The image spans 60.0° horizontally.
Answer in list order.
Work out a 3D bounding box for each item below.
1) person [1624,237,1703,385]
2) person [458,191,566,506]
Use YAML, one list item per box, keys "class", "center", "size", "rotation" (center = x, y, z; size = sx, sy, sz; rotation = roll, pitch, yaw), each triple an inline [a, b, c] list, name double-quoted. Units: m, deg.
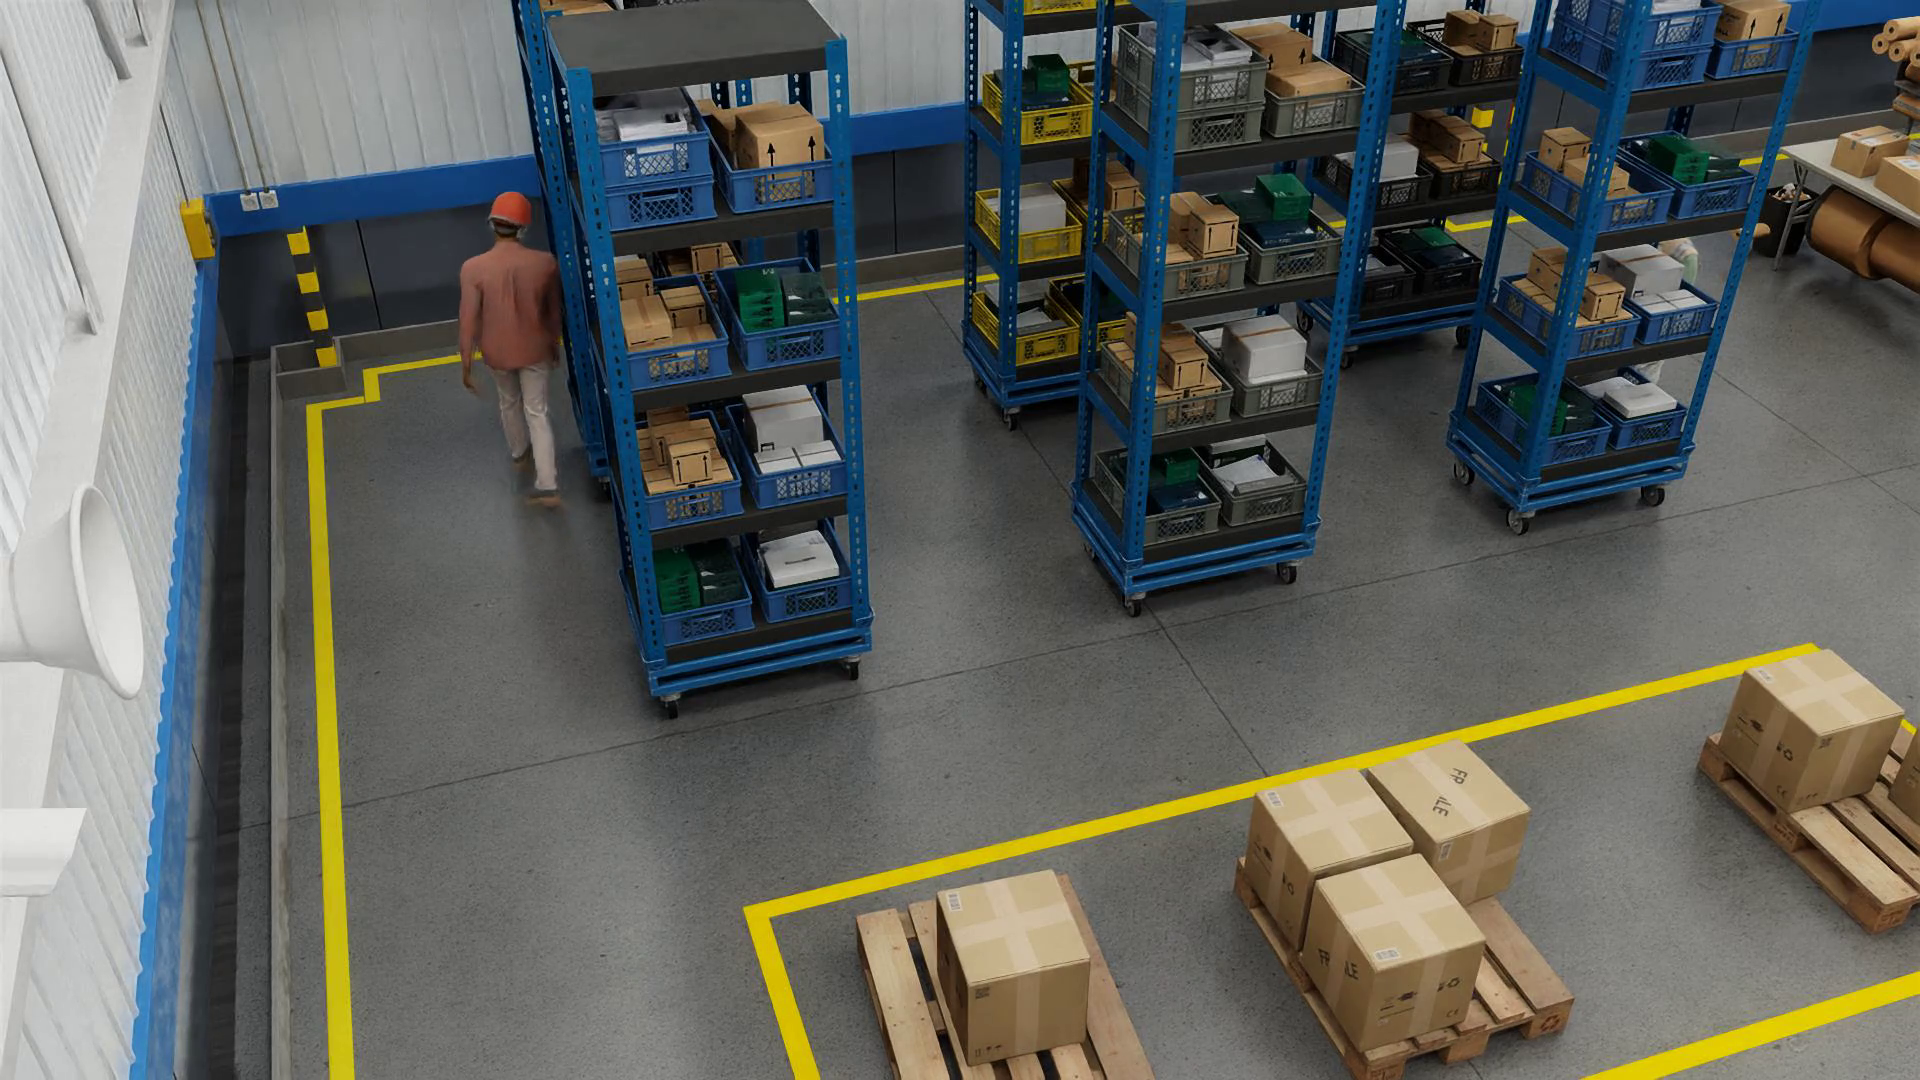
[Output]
- class: "person"
  center: [4.628, -1.510, 10.994]
  size: [0.307, 1.639, 0.518]
  rotation: [-5, 36, -8]
- class: "person"
  center: [-2.749, -1.163, 10.258]
  size: [0.691, 1.932, 0.883]
  rotation: [-10, 36, -13]
